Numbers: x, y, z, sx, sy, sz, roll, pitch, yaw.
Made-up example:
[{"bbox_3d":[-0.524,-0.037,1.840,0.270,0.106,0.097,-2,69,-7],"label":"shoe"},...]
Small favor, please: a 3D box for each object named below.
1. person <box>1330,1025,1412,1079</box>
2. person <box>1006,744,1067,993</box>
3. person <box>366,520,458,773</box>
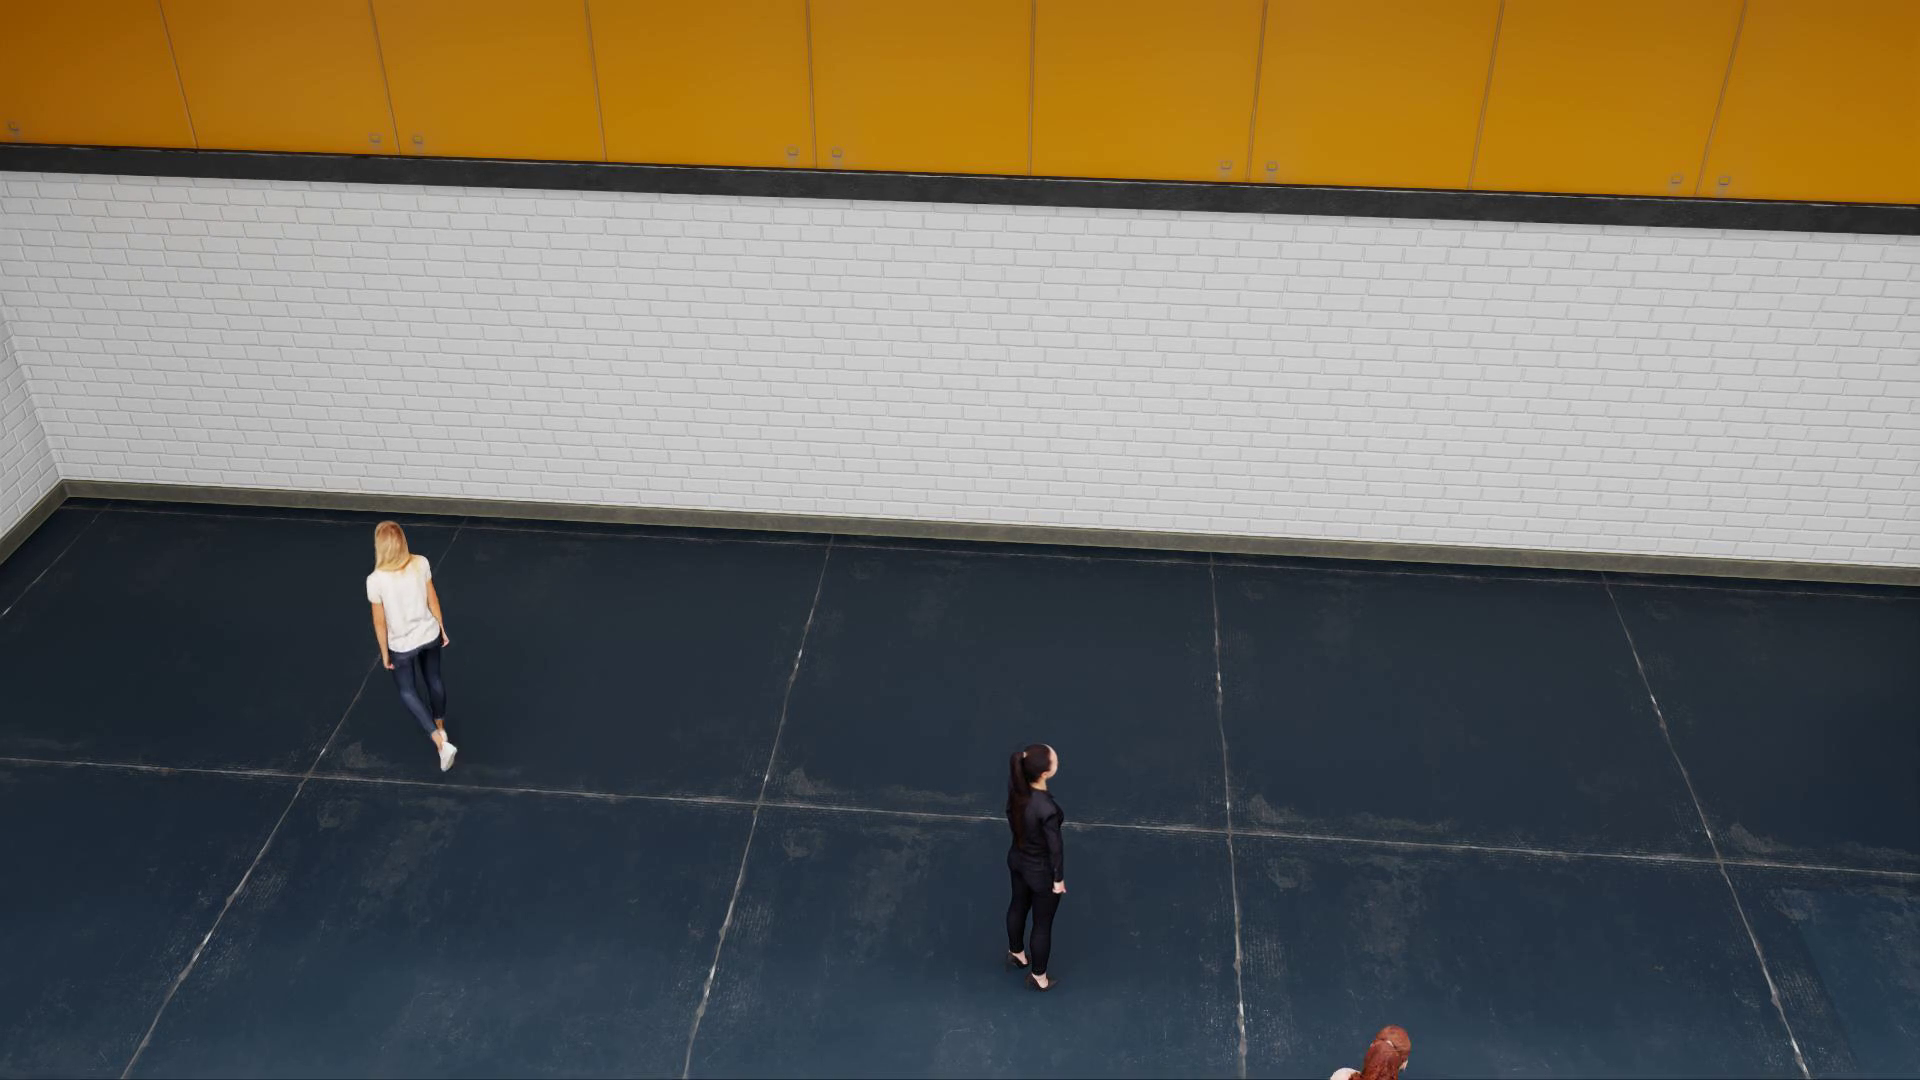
[{"bbox_3d":[1.748,2.860,7.371,0.807,1.720,0.958,17,37,24],"label":"person"},{"bbox_3d":[0.408,1.770,9.019,0.705,1.712,0.619,-20,39,-27],"label":"person"},{"bbox_3d":[-3.425,0.695,10.564,0.964,1.793,1.019,-25,41,-32],"label":"person"}]
